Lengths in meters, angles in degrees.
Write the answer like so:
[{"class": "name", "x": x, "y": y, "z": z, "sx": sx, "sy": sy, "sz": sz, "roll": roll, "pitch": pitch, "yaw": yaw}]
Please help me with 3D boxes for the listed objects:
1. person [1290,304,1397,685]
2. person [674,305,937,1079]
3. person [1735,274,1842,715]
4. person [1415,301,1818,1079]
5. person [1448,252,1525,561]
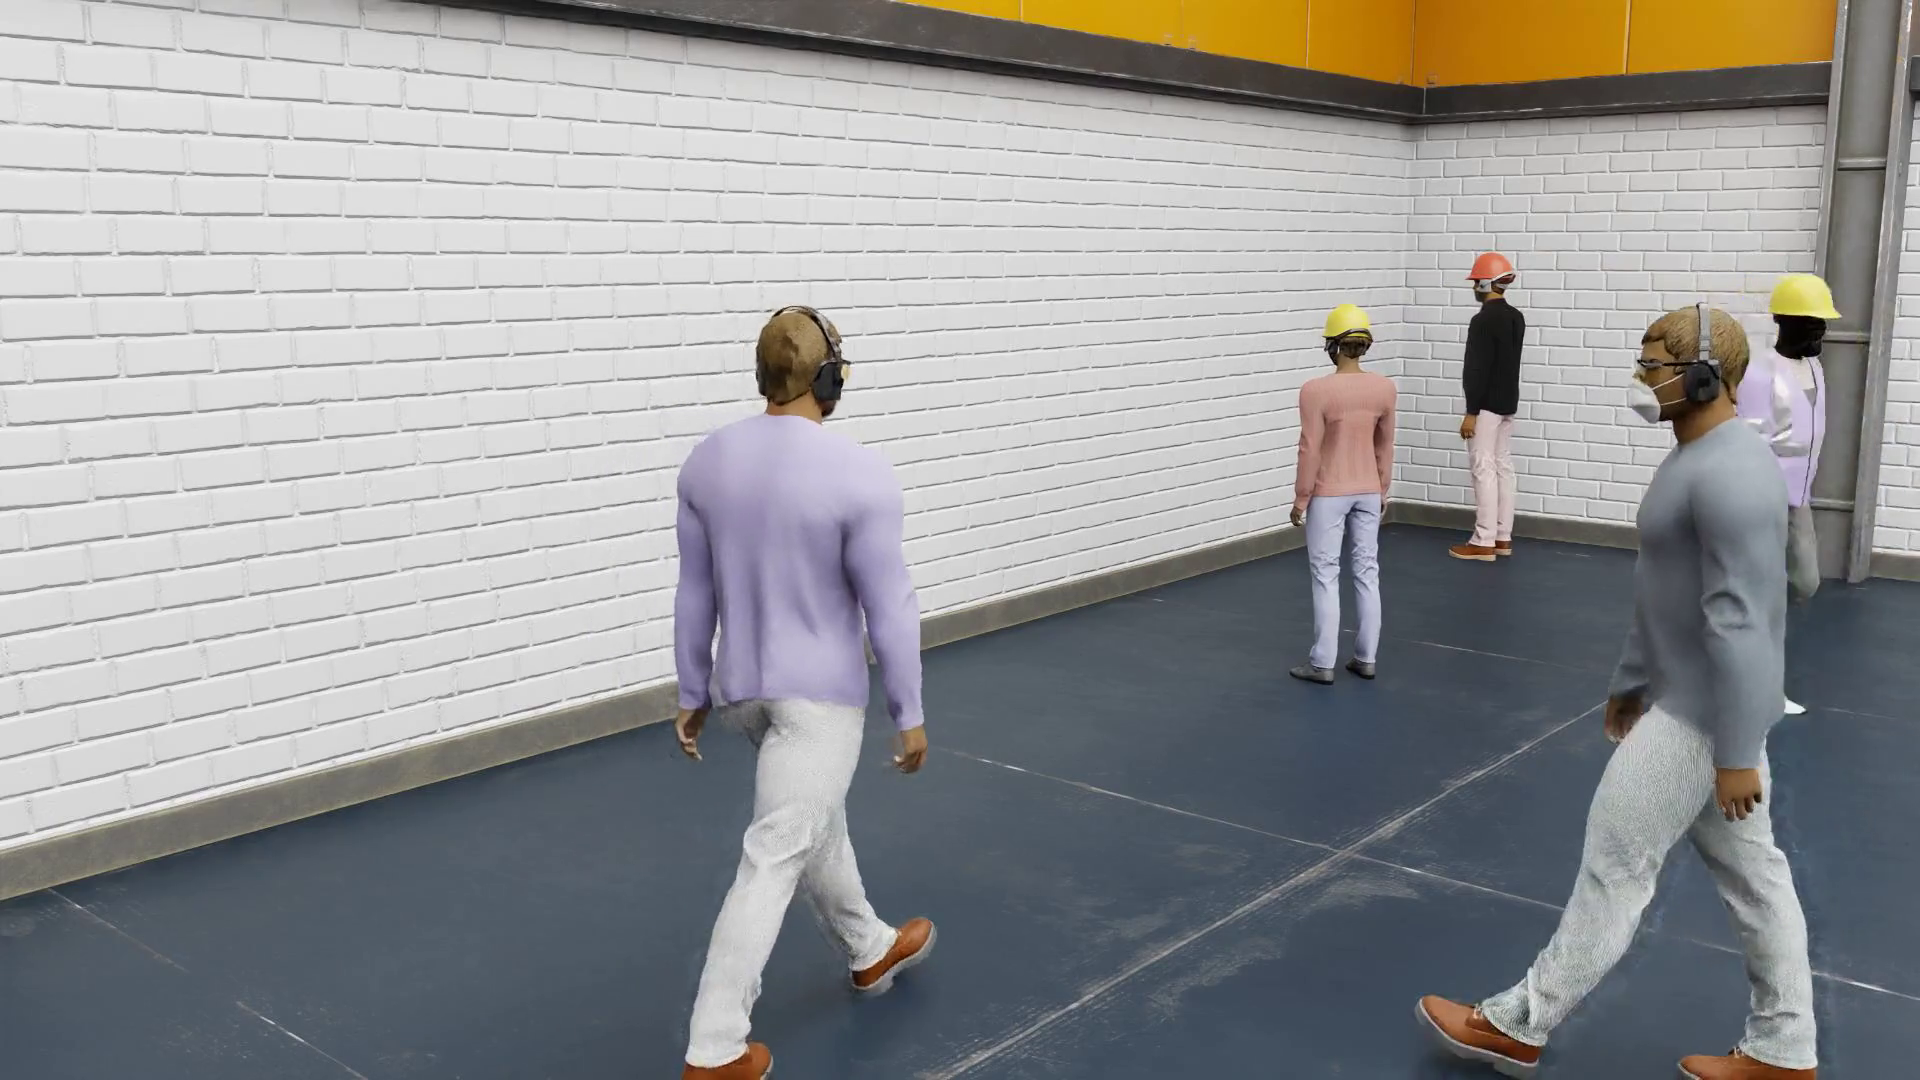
[{"class": "person", "x": 1.772, "y": -0.208, "z": 7.747, "sx": 0.533, "sy": 1.767, "sz": 0.312, "roll": -4, "pitch": 11, "yaw": -23}, {"class": "person", "x": -0.378, "y": 0.371, "z": 4.117, "sx": 0.646, "sy": 1.884, "sz": 1.048, "roll": 7, "pitch": 12, "yaw": 36}, {"class": "person", "x": 3.542, "y": -0.205, "z": 7.314, "sx": 0.589, "sy": 1.915, "sz": 0.531, "roll": -7, "pitch": 12, "yaw": -34}, {"class": "person", "x": 1.616, "y": 0.394, "z": 3.949, "sx": 0.996, "sy": 1.887, "sz": 0.648, "roll": 4, "pitch": 11, "yaw": 20}, {"class": "person", "x": 3.434, "y": -0.865, "z": 10.836, "sx": 0.396, "sy": 1.992, "sz": 0.623, "roll": 9, "pitch": 13, "yaw": 41}]
